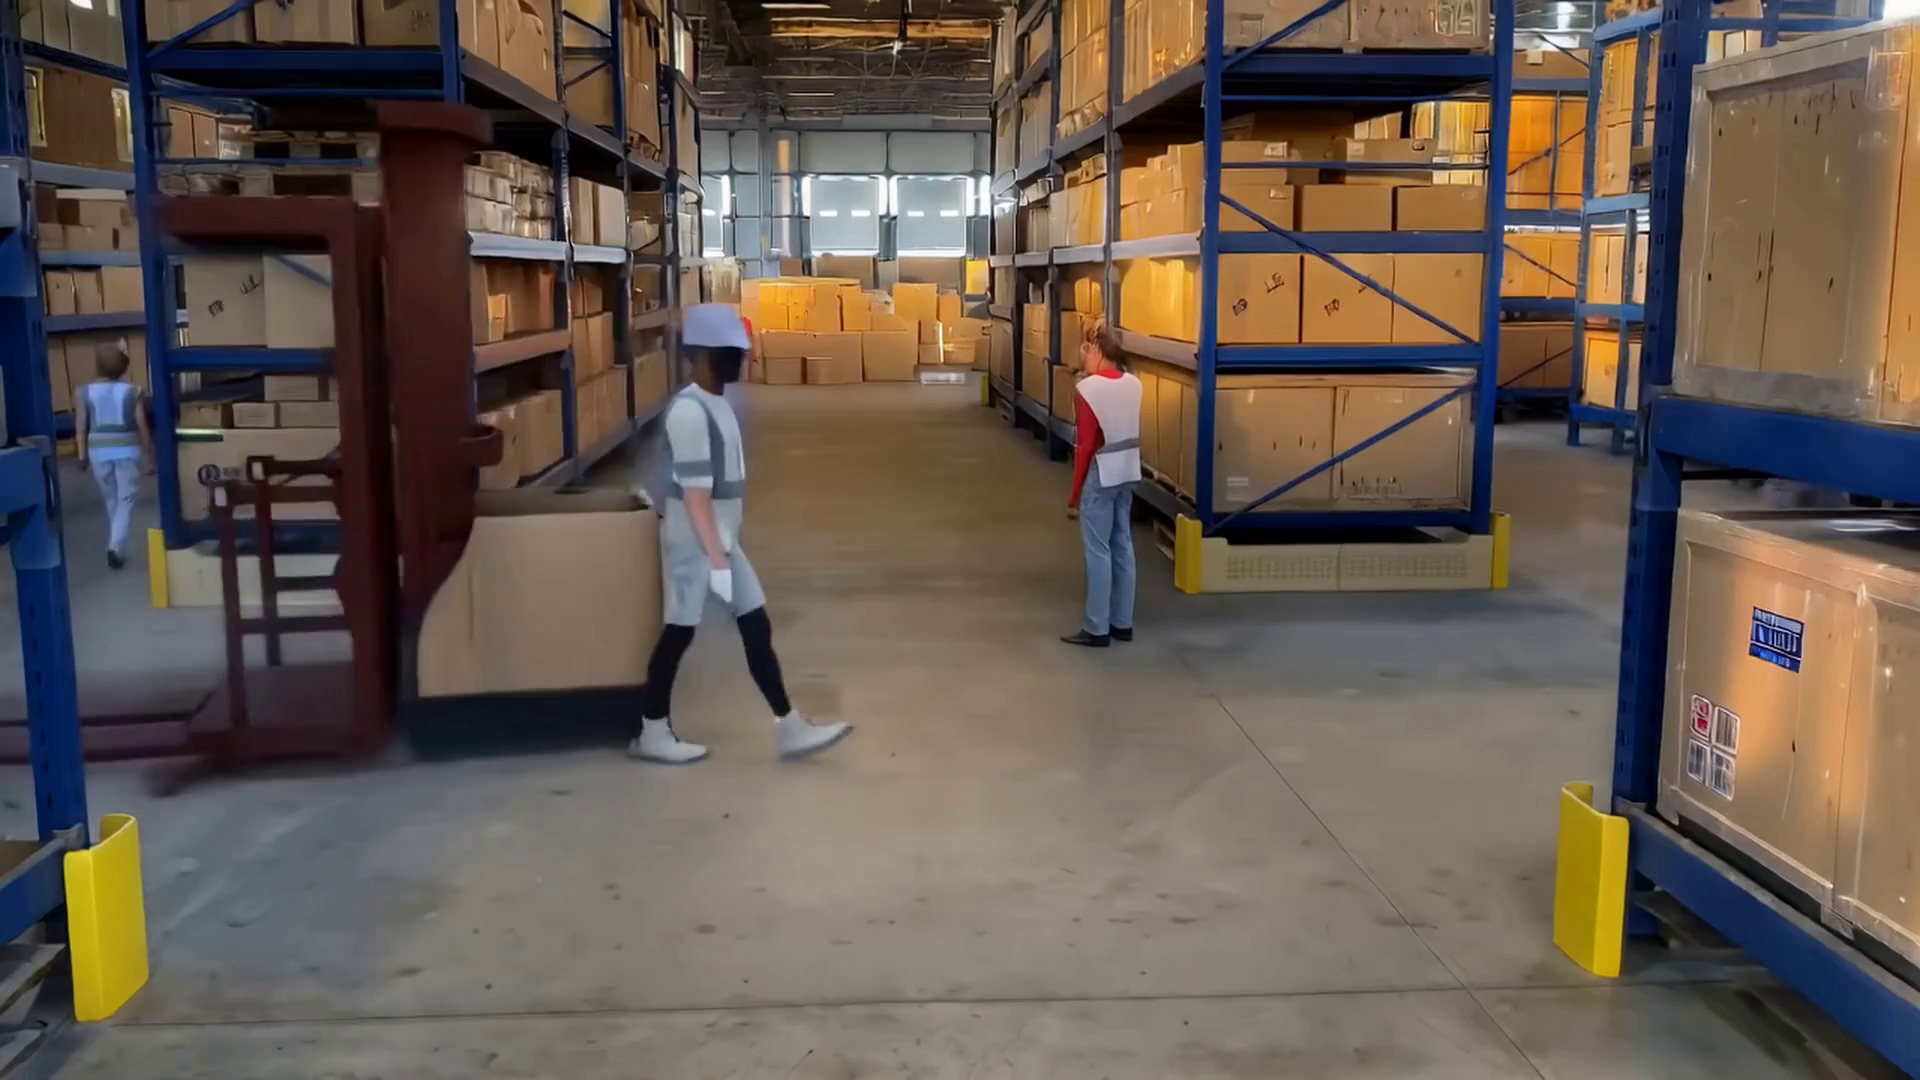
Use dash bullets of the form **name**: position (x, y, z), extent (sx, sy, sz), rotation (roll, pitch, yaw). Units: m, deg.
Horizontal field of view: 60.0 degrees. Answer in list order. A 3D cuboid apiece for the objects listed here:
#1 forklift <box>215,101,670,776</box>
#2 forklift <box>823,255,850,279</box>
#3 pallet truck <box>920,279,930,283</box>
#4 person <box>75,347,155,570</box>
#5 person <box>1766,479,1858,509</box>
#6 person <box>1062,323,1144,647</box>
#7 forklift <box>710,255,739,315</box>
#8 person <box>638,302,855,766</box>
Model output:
- **forklift**: position (-2.316, -0.497, 7.452), extent (1.873, 2.768, 1.129), rotation (-2, 9, -14)
- **forklift**: position (-4.347, -8.652, 58.655), extent (1.129, 2.768, 1.873), rotation (-6, 11, -31)
- **pallet truck**: position (-0.932, -8.922, 63.114), extent (1.885, 1.965, 0.823), rotation (2, 9, 13)
- **person**: position (-6.147, -0.599, 12.088), extent (0.520, 1.606, 0.774), rotation (-1, 9, -8)
- **person**: position (4.201, -0.098, 8.160), extent (0.986, 1.852, 0.664), rotation (3, 9, 16)
- **person**: position (0.831, -0.307, 9.496), extent (0.389, 1.847, 0.567), rotation (8, 12, 40)
- **forklift**: position (-8.368, -8.713, 59.038), extent (1.129, 2.768, 1.873), rotation (-1, 9, -4)
- **person**: position (-0.952, 0.008, 7.042), extent (1.024, 1.990, 0.629), rotation (2, 9, 10)
